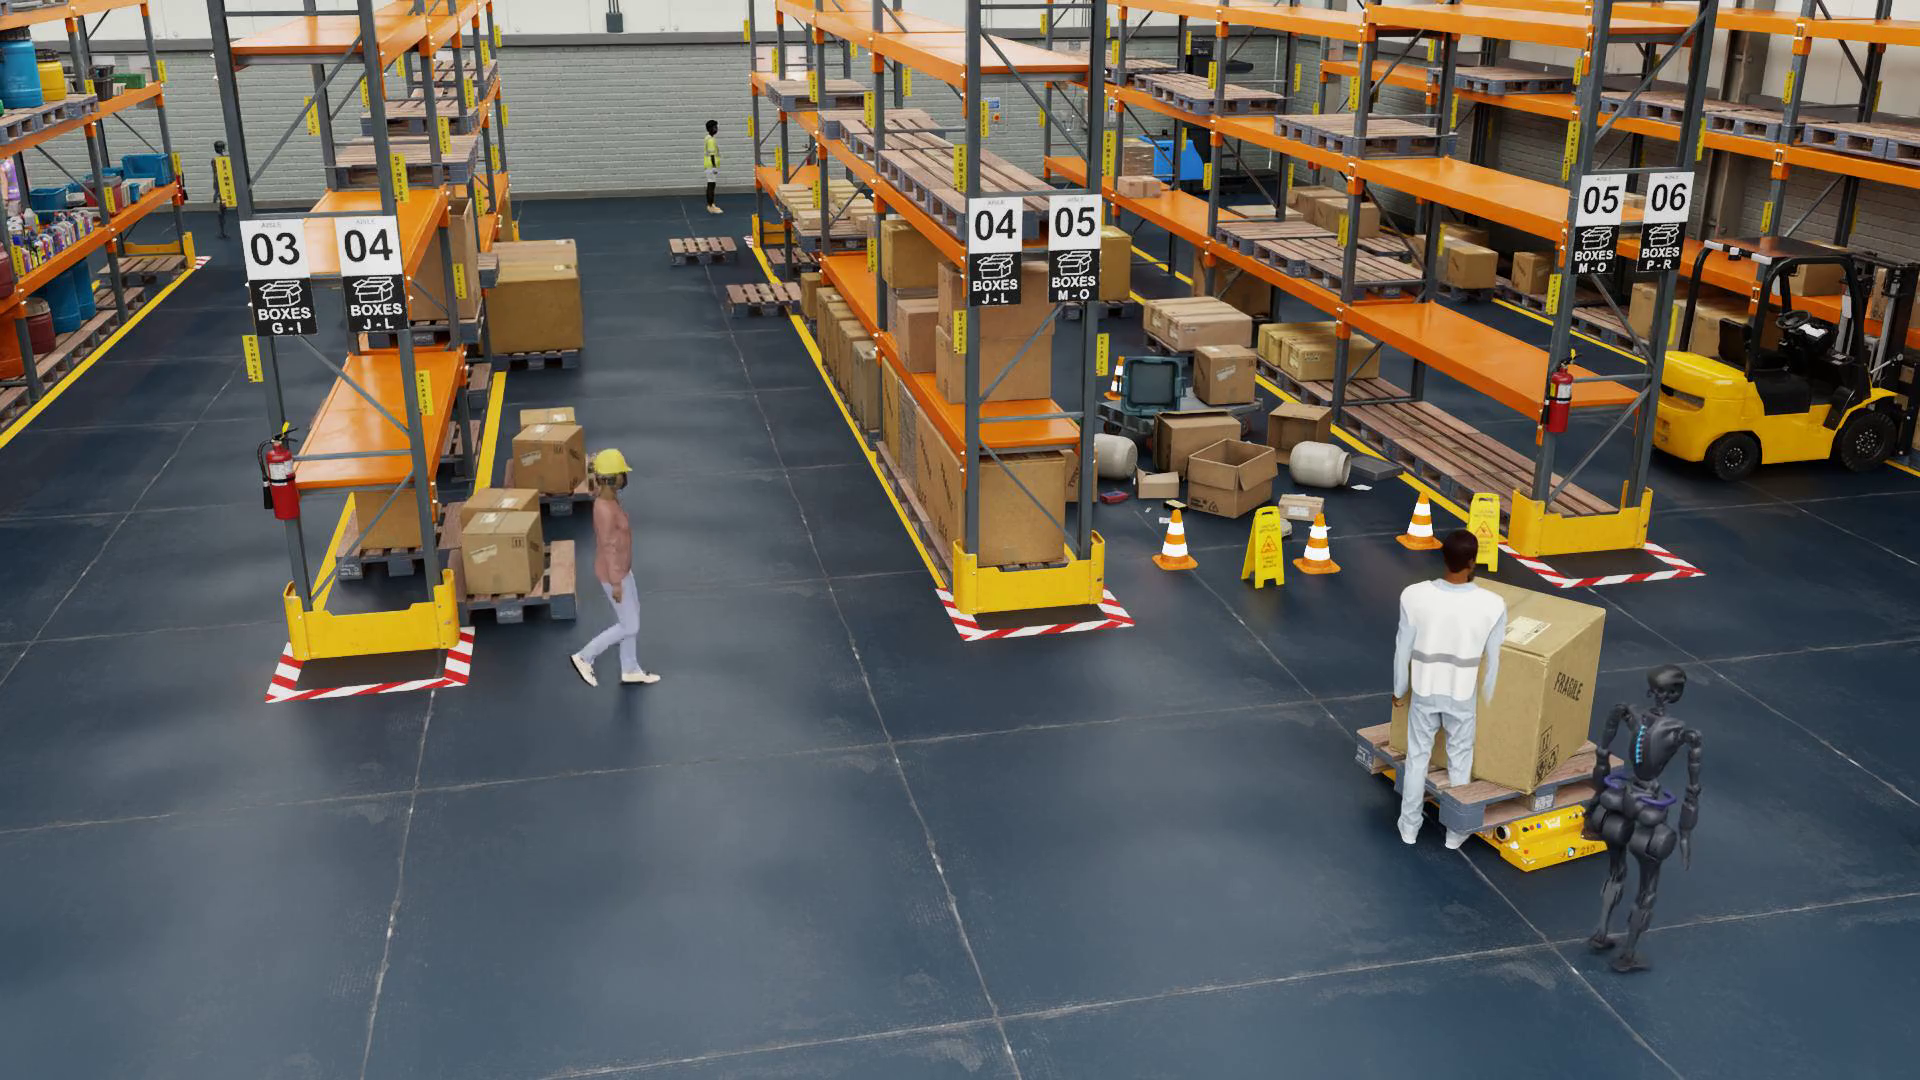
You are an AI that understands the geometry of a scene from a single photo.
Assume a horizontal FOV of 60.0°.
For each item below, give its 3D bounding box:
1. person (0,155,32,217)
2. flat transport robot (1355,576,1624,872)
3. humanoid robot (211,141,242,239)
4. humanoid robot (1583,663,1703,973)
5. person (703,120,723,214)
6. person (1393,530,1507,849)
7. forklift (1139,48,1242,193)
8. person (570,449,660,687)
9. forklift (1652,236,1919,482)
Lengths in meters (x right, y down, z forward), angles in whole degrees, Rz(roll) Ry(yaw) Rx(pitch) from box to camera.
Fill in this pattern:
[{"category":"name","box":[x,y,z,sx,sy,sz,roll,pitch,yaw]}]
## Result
[{"category":"person","box":[-15.367,-5.562,27.146,0.348,1.688,0.491,11,23,26]},{"category":"flat transport robot","box":[3.179,1.533,10.075,0.659,0.231,1.431,-9,22,-23]},{"category":"humanoid robot","box":[-12.428,-5.927,28.159,0.647,1.635,0.608,7,22,19]},{"category":"humanoid robot","box":[3.429,1.391,8.430,0.341,1.641,0.602,-16,25,-36]},{"category":"person","box":[-4.575,-6.900,30.727,0.321,1.696,0.536,-5,21,-12]},{"category":"person","box":[2.768,0.866,9.507,0.589,1.916,0.390,7,22,18]},{"category":"forklift","box":[4.566,-8.313,32.860,1.873,2.768,1.129,-4,21,-12]},{"category":"person","box":[-2.406,0.222,11.466,0.510,1.743,0.543,-2,21,-6]},{"category":"forklift","box":[8.013,-1.814,16.330,2.313,2.155,1.214,-4,21,-12]}]
